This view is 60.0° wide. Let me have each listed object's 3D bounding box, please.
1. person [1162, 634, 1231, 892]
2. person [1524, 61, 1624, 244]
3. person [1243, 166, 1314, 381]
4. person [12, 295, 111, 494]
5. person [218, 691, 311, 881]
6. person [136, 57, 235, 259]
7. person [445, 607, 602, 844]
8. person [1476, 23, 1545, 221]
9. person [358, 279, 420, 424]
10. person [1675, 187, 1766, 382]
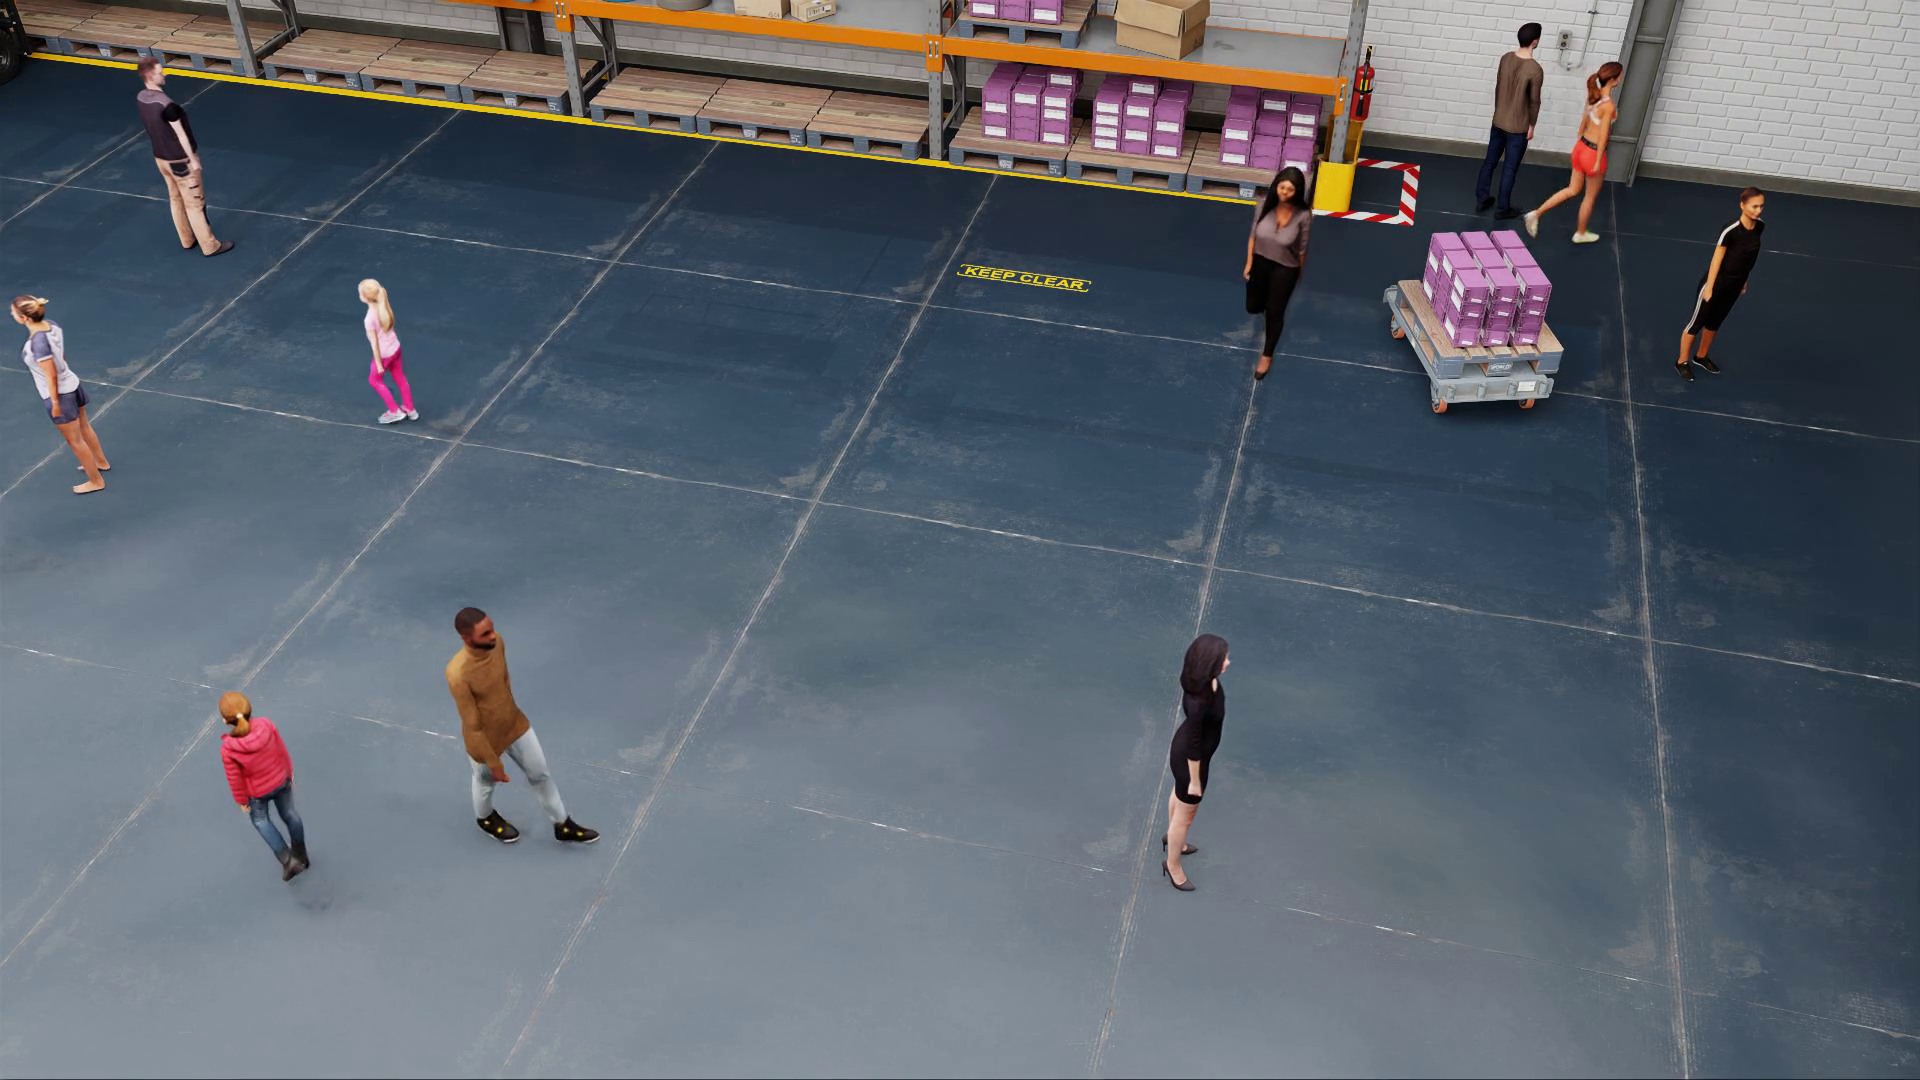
[{"bbox_3d":[1.288,1.213,9.234,0.495,1.805,0.600,7,39,8],"label":"person"},{"bbox_3d":[5.654,-3.484,15.141,1.083,1.773,0.843,-6,39,-7],"label":"person"},{"bbox_3d":[2.574,-2.225,13.527,1.011,1.819,0.850,18,42,21],"label":"person"},{"bbox_3d":[-6.629,-1.096,12.270,0.683,1.625,0.668,-8,39,-9],"label":"person"},{"bbox_3d":[-3.871,1.416,9.384,0.752,1.301,0.667,30,48,32],"label":"person"},{"bbox_3d":[-7.122,-3.469,15.068,0.657,1.841,0.820,24,44,27],"label":"person"},{"bbox_3d":[-2.725,1.076,9.420,1.057,1.787,0.754,17,41,20],"label":"person"},{"bbox_3d":[5.180,-3.932,15.609,0.800,1.889,0.722,-23,44,-27],"label":"person"},{"bbox_3d":[-4.440,-1.473,13.030,0.500,1.265,0.486,9,40,12],"label":"person"},{"bbox_3d":[6.194,-2.103,13.496,0.631,1.668,0.718,-14,41,-17],"label":"person"}]
